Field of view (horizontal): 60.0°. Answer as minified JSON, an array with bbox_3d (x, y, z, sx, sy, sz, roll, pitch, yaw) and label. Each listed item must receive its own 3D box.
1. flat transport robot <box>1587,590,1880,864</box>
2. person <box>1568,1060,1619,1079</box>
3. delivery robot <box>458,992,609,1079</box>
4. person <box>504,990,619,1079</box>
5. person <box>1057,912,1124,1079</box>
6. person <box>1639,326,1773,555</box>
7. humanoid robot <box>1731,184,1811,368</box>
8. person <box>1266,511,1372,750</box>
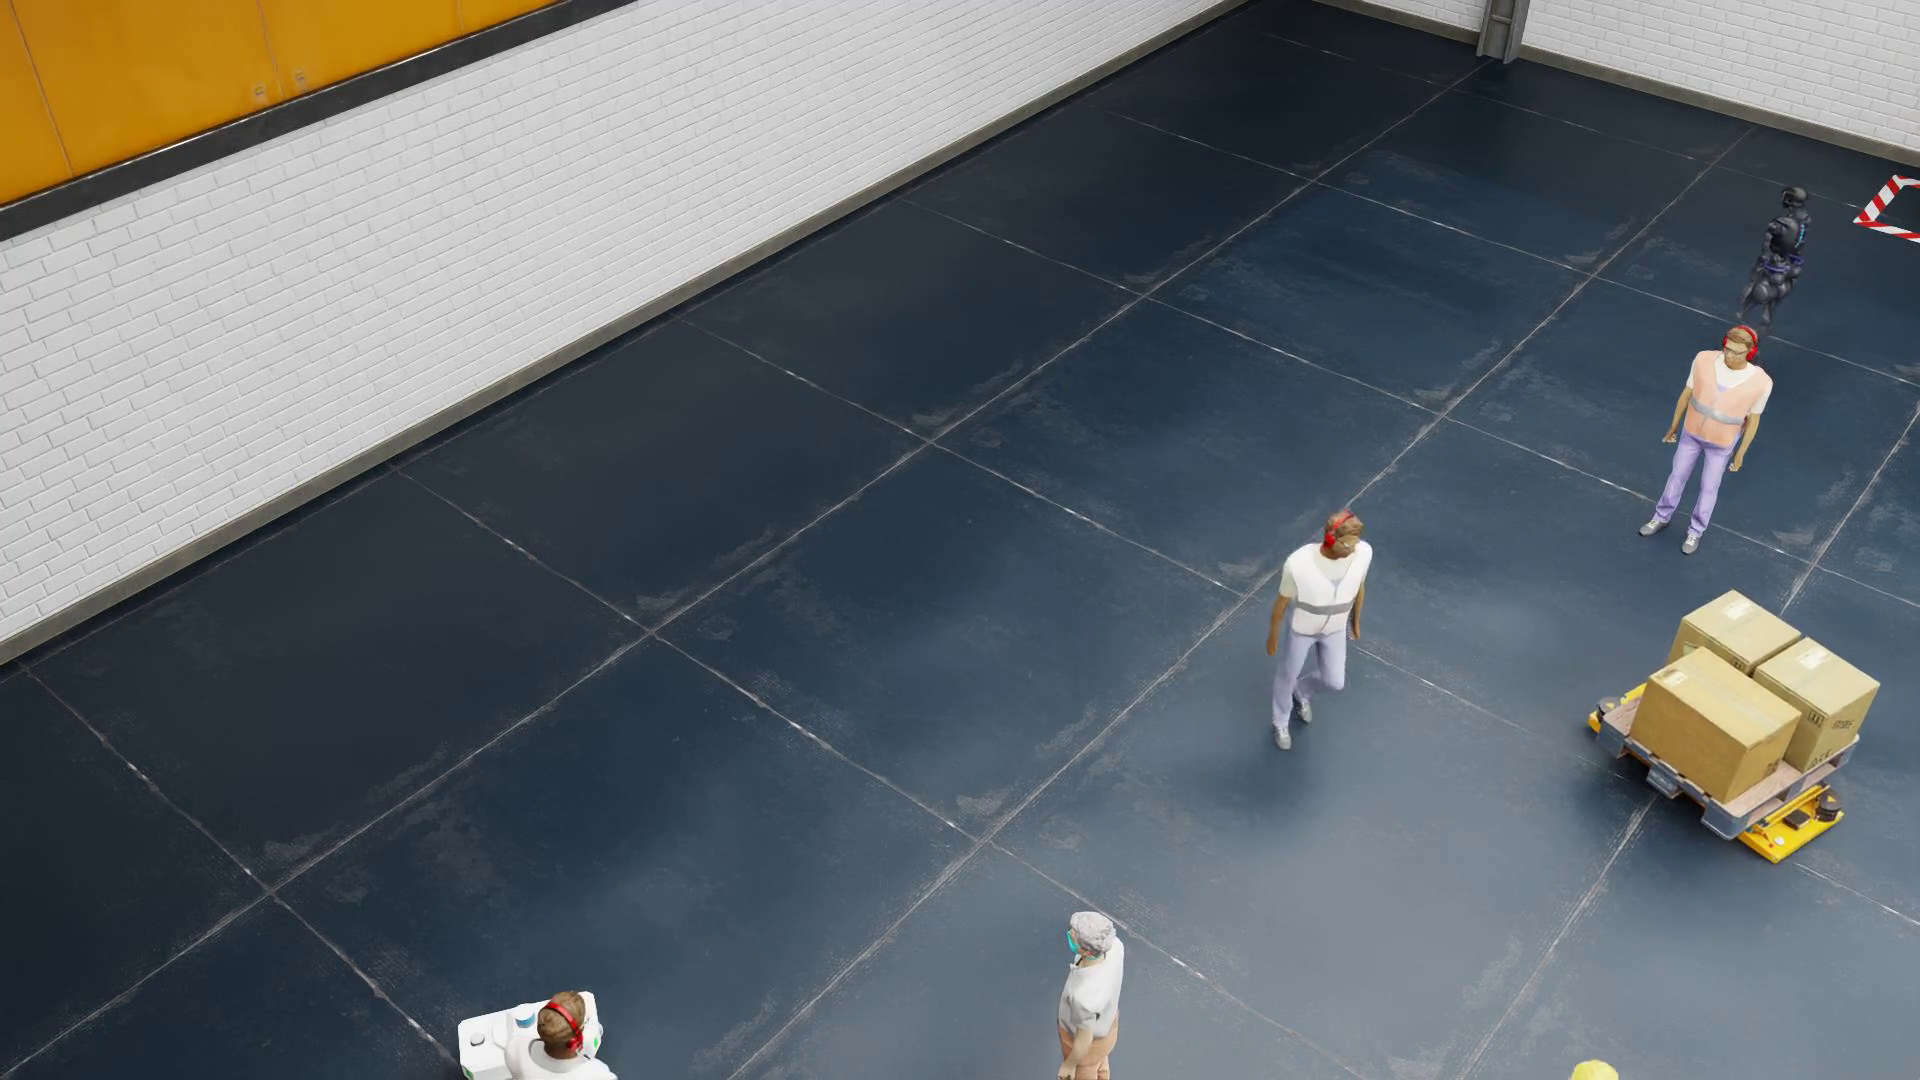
[{"bbox_3d":[4.775,1.406,10.541,0.659,0.231,1.431,-22,44,-25],"label":"flat transport robot"},{"bbox_3d":[2.703,2.943,7.467,0.492,1.725,0.633,9,40,11],"label":"person"},{"bbox_3d":[-2.269,2.673,8.756,0.815,0.614,0.499,-10,40,-13],"label":"delivery robot"},{"bbox_3d":[-1.757,2.742,7.639,0.564,1.833,0.384,15,41,18],"label":"person"},{"bbox_3d":[0.609,2.397,8.133,0.320,1.748,0.473,13,41,15],"label":"person"},{"bbox_3d":[5.386,-0.743,11.952,0.569,1.844,0.382,30,48,32],"label":"person"},{"bbox_3d":[6.791,-2.185,13.871,0.616,1.646,0.350,-20,43,-23],"label":"humanoid robot"},{"bbox_3d":[2.211,0.554,10.353,0.643,1.827,0.462,-8,40,-10],"label":"person"}]
